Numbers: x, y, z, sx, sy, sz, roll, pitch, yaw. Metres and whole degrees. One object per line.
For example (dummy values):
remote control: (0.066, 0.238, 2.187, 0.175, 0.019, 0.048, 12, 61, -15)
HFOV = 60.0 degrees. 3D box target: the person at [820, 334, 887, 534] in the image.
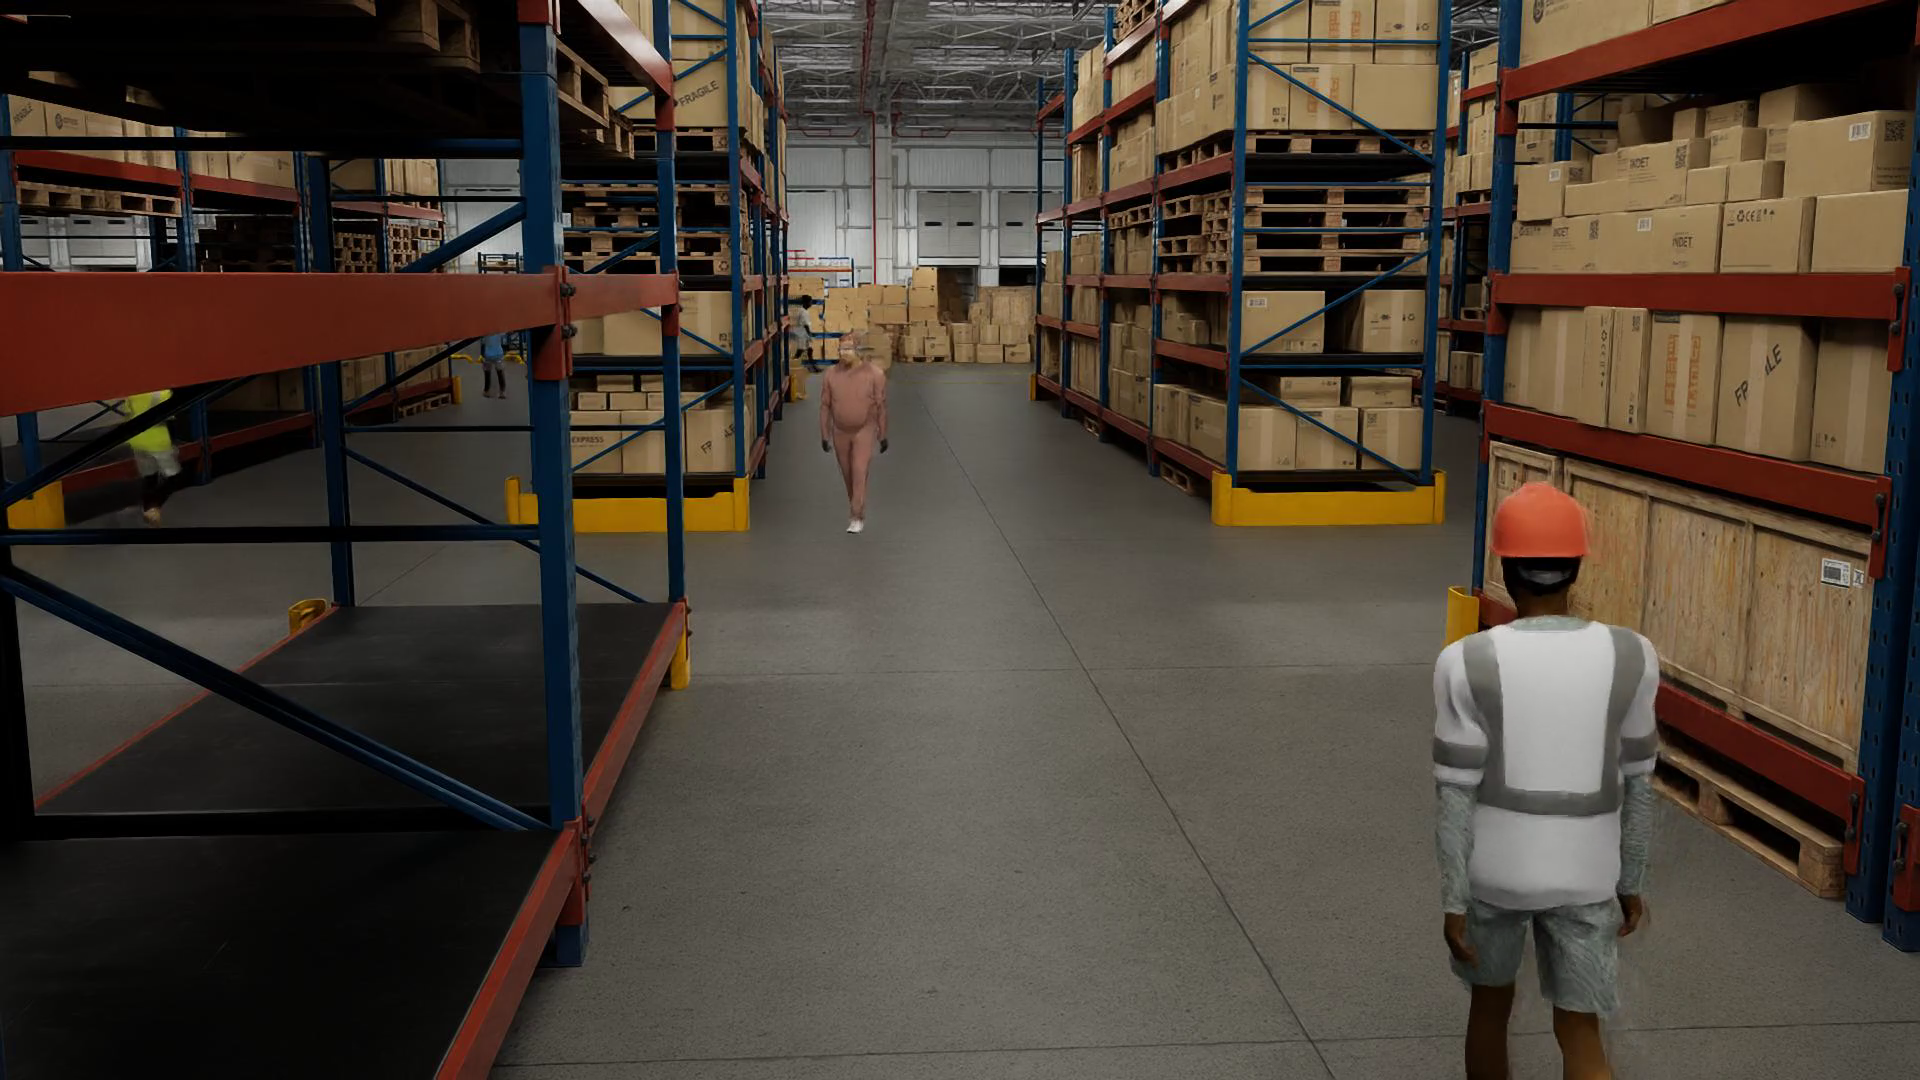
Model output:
person: (-1.003, -1.035, 15.827, 0.656, 1.864, 0.915, 2, 9, 15)

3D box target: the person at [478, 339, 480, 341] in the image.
person: (-17.479, -8.105, 60.720, 0.535, 1.699, 0.322, 1, 9, 8)

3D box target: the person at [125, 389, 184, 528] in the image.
person: (-7.439, -0.874, 15.341, 0.545, 1.682, 0.380, 3, 10, 19)

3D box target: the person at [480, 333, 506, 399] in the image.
person: (-9.100, -3.581, 32.460, 0.541, 1.651, 0.869, -6, 11, -34)

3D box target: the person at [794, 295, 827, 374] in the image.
person: (-3.646, -4.930, 40.062, 0.953, 1.920, 0.625, -1, 9, -8)

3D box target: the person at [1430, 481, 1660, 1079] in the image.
person: (1.417, 0.819, 4.038, 0.553, 1.912, 0.810, 1, 9, 8)

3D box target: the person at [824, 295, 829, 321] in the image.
person: (-3.947, -6.535, 50.422, 0.346, 1.840, 0.505, 2, 9, 14)
